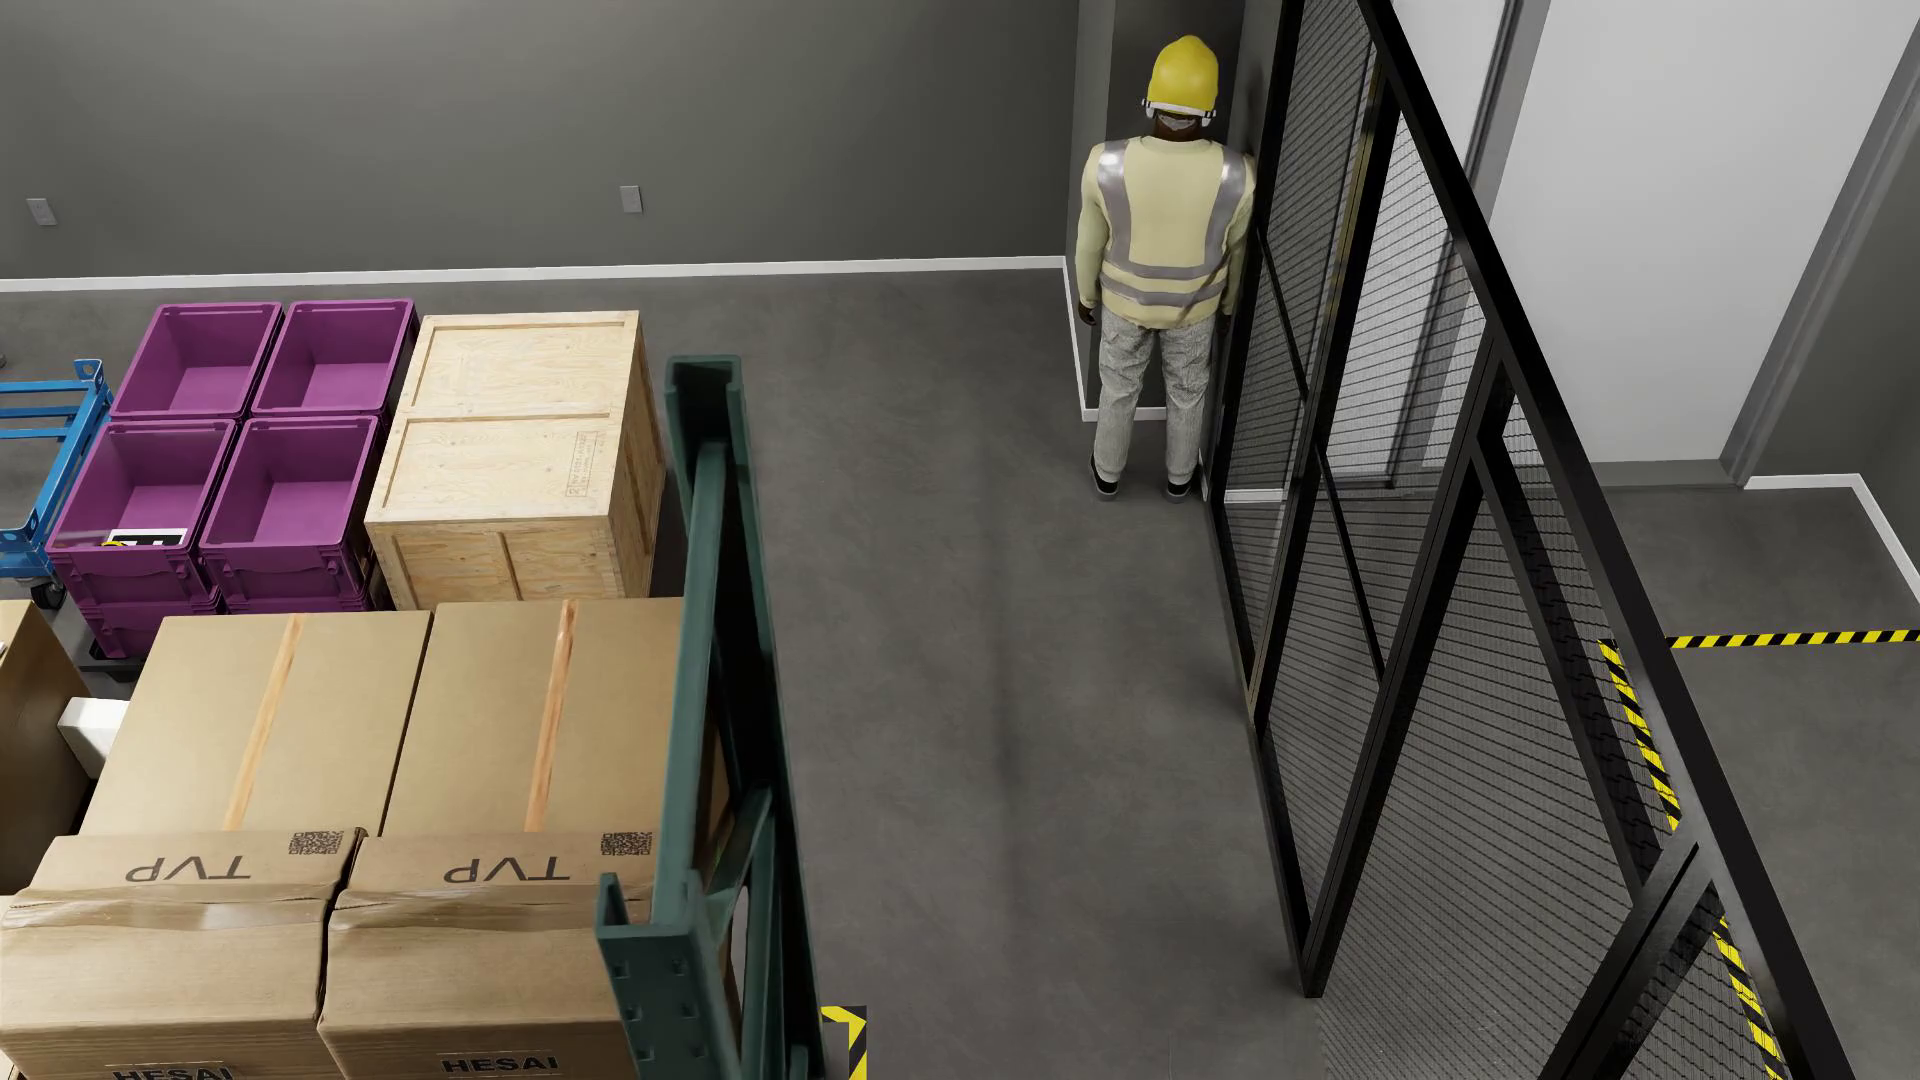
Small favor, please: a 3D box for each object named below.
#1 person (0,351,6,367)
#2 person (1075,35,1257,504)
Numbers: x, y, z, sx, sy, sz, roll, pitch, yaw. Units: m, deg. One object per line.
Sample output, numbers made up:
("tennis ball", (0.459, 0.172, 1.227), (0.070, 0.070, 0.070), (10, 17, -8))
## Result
("person", (-4.033, -1.263, 5.963), (0.365, 1.939, 0.636), (-4, 46, -3))
("person", (0.682, -0.854, 5.644), (0.591, 1.833, 0.403), (4, 46, 4))
